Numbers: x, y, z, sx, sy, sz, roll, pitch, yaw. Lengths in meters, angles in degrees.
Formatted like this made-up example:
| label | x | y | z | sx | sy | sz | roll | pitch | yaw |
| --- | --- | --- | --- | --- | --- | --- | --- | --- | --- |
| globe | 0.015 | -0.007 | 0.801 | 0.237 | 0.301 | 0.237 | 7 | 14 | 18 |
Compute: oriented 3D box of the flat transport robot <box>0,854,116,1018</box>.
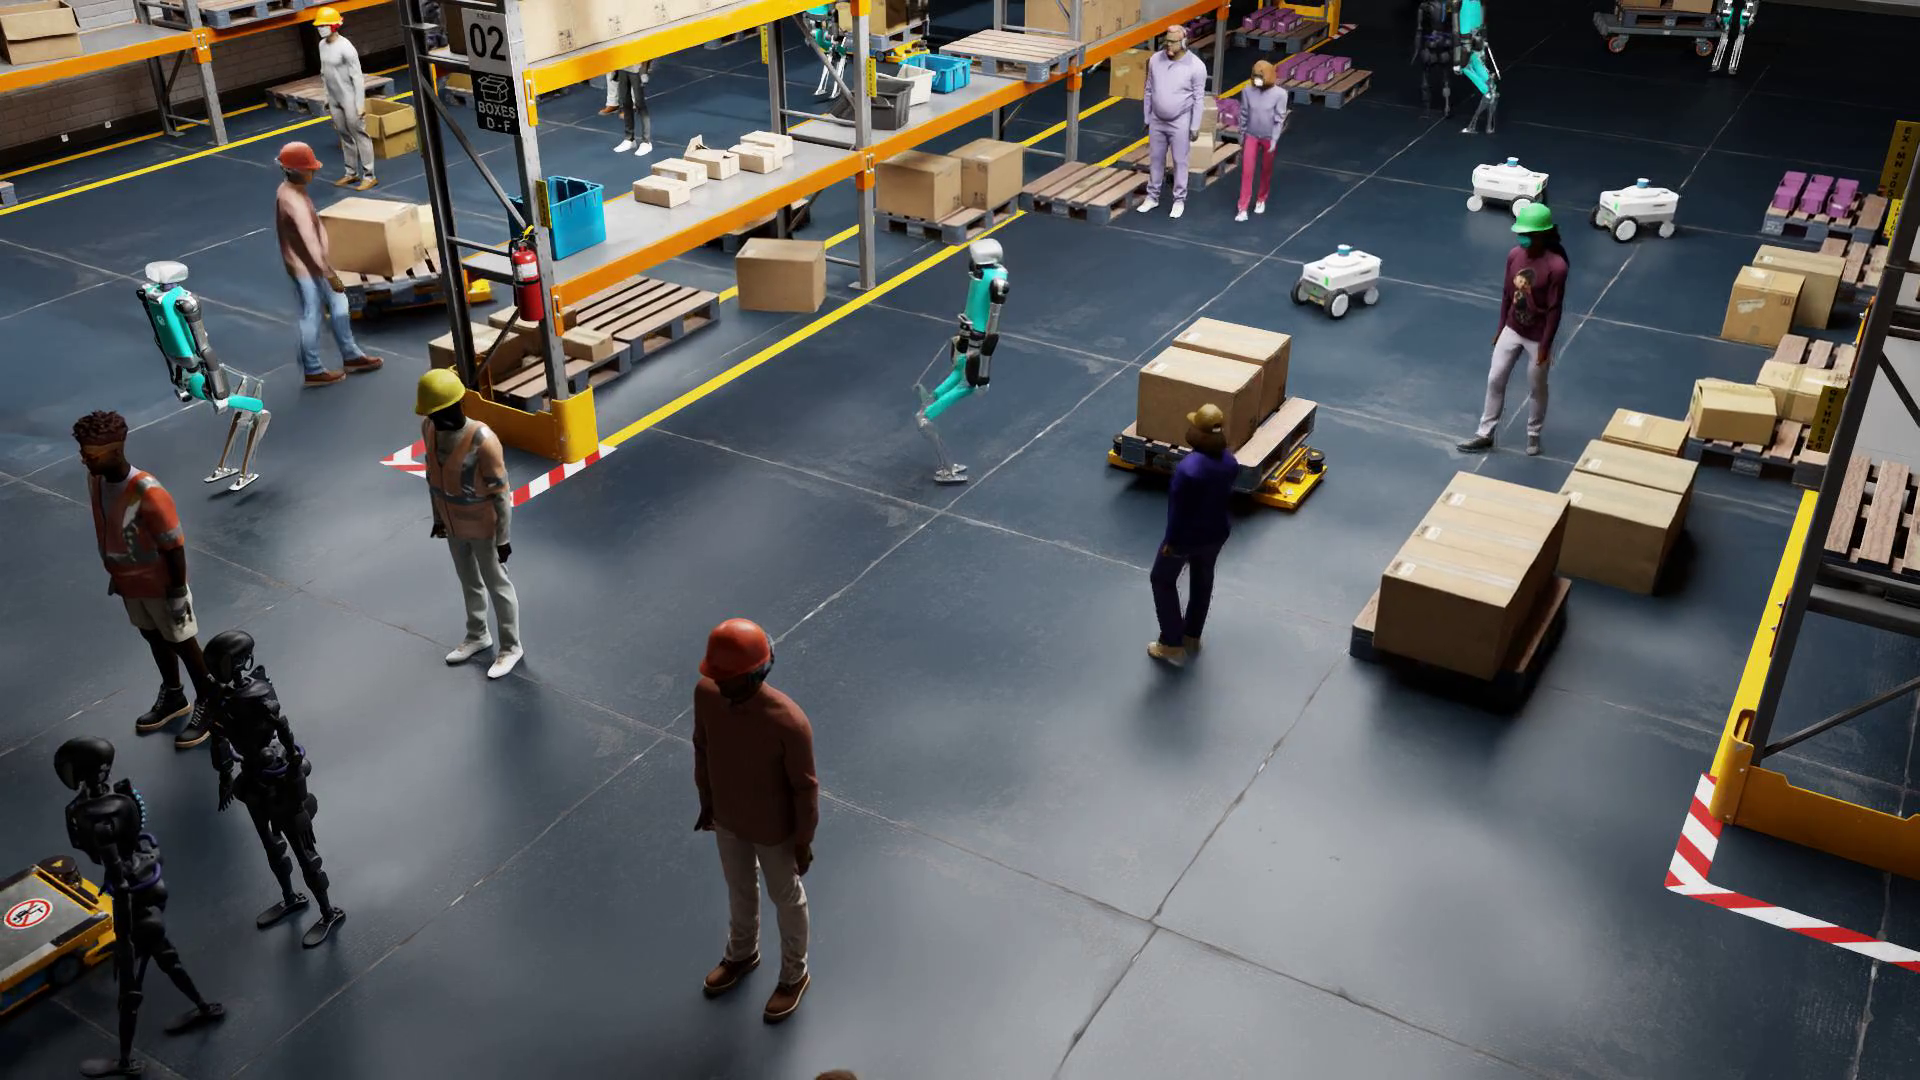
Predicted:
| label | x | y | z | sx | sy | sz | roll | pitch | yaw |
| --- | --- | --- | --- | --- | --- | --- | --- | --- | --- |
| flat transport robot | -4.499 | 1.968 | 7.459 | 0.659 | 0.231 | 1.431 | 18 | 34 | 29 |

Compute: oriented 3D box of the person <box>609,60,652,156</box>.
| label | x | y | z | sx | sy | sz | roll | pitch | yaw |
| --- | --- | --- | --- | --- | --- | --- | --- | --- | --- |
| person | -3.702 | -5.257 | 18.615 | 0.517 | 1.873 | 0.336 | 18 | 34 | 29 |

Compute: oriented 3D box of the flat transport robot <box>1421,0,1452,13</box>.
| label | x | y | z | sx | sy | sz | roll | pitch | yaw |
| --- | --- | --- | --- | --- | --- | --- | --- | --- | --- |
| flat transport robot | 7.526 | -8.419 | 25.834 | 0.659 | 0.231 | 1.431 | -3 | 30 | -5 |

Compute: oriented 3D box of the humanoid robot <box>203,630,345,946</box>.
| label | x | y | z | sx | sy | sz | roll | pitch | yaw |
| --- | --- | --- | --- | --- | --- | --- | --- | --- | --- |
| humanoid robot | -3.124 | 1.119 | 7.517 | 0.599 | 1.657 | 0.315 | 16 | 33 | 27 |

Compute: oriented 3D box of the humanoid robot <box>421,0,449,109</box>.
| label | x | y | z | sx | sy | sz | roll | pitch | yaw |
| --- | --- | --- | --- | --- | --- | --- | --- | --- | --- |
| humanoid robot | -6.470 | -5.958 | 20.060 | 0.611 | 1.646 | 0.517 | 17 | 33 | 27 |

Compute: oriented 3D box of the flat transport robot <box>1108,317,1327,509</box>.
| label | x | y | z | sx | sy | sz | roll | pitch | yaw |
| --- | --- | --- | --- | --- | --- | --- | --- | --- | --- |
| flat transport robot | 1.852 | -0.590 | 11.985 | 1.431 | 0.231 | 0.659 | 16 | 33 | 27 |

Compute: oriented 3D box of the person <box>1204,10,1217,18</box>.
| label | x | y | z | sx | sy | sz | roll | pitch | yaw |
| --- | --- | --- | --- | --- | --- | --- | --- | --- | --- |
| person | 3.758 | -8.652 | 24.772 | 0.580 | 1.716 | 0.579 | -10 | 31 | -17 |

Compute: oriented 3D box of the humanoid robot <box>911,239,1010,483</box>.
| label | x | y | z | sx | sy | sz | roll | pitch | yaw |
| --- | --- | --- | --- | --- | --- | --- | --- | --- | --- |
| humanoid robot | -0.068 | -1.200 | 11.564 | 0.809 | 1.753 | 0.535 | -10 | 31 | -17 |

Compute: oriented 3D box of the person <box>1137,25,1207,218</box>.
| label | x | y | z | sx | sy | sz | roll | pitch | yaw |
| --- | --- | --- | --- | --- | --- | --- | --- | --- | --- |
| person | 2.114 | -4.202 | 16.711 | 0.641 | 1.910 | 0.404 | 18 | 34 | 29 |

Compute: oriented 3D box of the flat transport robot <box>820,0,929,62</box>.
| label | x | y | z | sx | sy | sz | roll | pitch | yaw |
| --- | --- | --- | --- | --- | --- | --- | --- | --- | --- |
| flat transport robot | -1.198 | -6.841 | 23.043 | 1.431 | 0.231 | 0.659 | 16 | 33 | 27 |

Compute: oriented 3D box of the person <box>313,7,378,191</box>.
| label | x | y | z | sx | sy | sz | roll | pitch | yaw |
| --- | --- | --- | --- | --- | --- | --- | --- | --- | --- |
| person | -6.473 | -4.634 | 17.489 | 0.571 | 1.897 | 0.373 | 18 | 34 | 29 |

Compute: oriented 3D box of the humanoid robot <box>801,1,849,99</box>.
| label | x | y | z | sx | sy | sz | roll | pitch | yaw |
| --- | --- | --- | --- | --- | --- | --- | --- | --- | --- |
| humanoid robot | -1.603 | -6.316 | 20.492 | 0.533 | 1.673 | 0.735 | 16 | 33 | 27 |

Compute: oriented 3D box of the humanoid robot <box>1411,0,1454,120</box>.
| label | x | y | z | sx | sy | sz | roll | pitch | yaw |
| --- | --- | --- | --- | --- | --- | --- | --- | --- | --- |
| humanoid robot | 5.732 | -5.875 | 19.905 | 0.589 | 1.637 | 0.401 | -4 | 30 | -6 |

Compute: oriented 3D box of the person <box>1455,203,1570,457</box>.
| label | x | y | z | sx | sy | sz | roll | pitch | yaw |
| --- | --- | --- | --- | --- | --- | --- | --- | --- | --- |
| person | 4.057 | -1.487 | 11.910 | 0.657 | 1.914 | 0.498 | -22 | 36 | -34 |

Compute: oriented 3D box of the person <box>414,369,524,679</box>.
| label | x | y | z | sx | sy | sz | roll | pitch | yaw |
| --- | --- | --- | --- | --- | --- | --- | --- | --- | --- |
| person | -2.789 | -0.096 | 9.440 | 0.587 | 1.916 | 0.388 | 18 | 34 | 29 |

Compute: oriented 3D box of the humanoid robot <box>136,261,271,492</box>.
| label | x | y | z | sx | sy | sz | roll | pitch | yaw |
| --- | --- | --- | --- | --- | --- | --- | --- | --- | --- |
| humanoid robot | -5.067 | -1.170 | 11.383 | 0.533 | 1.677 | 0.735 | 16 | 33 | 27 |

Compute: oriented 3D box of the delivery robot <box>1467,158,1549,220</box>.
| label | x | y | z | sx | sy | sz | roll | pitch | yaw |
| --- | --- | --- | --- | --- | --- | --- | --- | --- | --- |
| delivery robot | 5.622 | -3.624 | 17.034 | 0.739 | 0.566 | 0.499 | 16 | 33 | 27 |

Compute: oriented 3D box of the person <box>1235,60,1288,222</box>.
| label | x | y | z | sx | sy | sz | roll | pitch | yaw |
| --- | --- | --- | --- | --- | --- | --- | --- | --- | --- |
| person | 2.983 | -3.976 | 16.626 | 0.491 | 1.585 | 0.831 | 12 | 32 | 20 |

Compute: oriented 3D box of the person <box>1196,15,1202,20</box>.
| label | x | y | z | sx | sy | sz | roll | pitch | yaw |
| --- | --- | --- | --- | --- | --- | --- | --- | --- | --- |
| person | 3.410 | -8.406 | 24.199 | 0.521 | 1.792 | 0.747 | 23 | 37 | 35 |

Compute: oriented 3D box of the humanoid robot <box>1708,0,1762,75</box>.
| label | x | y | z | sx | sy | sz | roll | pitch | yaw |
| --- | --- | --- | --- | --- | --- | --- | --- | --- | --- |
| humanoid robot | 10.112 | -6.918 | 21.551 | 0.533 | 1.677 | 0.735 | 16 | 33 | 27 |

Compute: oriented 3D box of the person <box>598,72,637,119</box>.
| label | x | y | z | sx | sy | sz | roll | pitch | yaw |
| --- | --- | --- | --- | --- | --- | --- | --- | --- | --- |
| person | -4.150 | -6.039 | 19.929 | 0.627 | 1.940 | 0.379 | 18 | 34 | 29 |

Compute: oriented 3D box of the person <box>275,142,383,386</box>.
| label | x | y | z | sx | sy | sz | roll | pitch | yaw |
| --- | --- | --- | --- | --- | --- | --- | --- | --- | --- |
| person | -4.956 | -2.152 | 13.020 | 0.740 | 1.967 | 0.633 | -11 | 31 | -19 |

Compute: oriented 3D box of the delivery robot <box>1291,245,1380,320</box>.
| label | x | y | z | sx | sy | sz | roll | pitch | yaw |
| --- | --- | --- | --- | --- | --- | --- | --- | --- | --- |
| delivery robot | 3.352 | -2.298 | 14.735 | 0.808 | 0.614 | 0.499 | -19 | 34 | -30 |

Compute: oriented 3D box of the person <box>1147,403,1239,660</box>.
| label | x | y | z | sx | sy | sz | roll | pitch | yaw |
| --- | --- | --- | --- | --- | --- | --- | --- | --- | --- |
| person | 1.341 | -0.033 | 9.624 | 0.501 | 1.611 | 0.382 | -18 | 34 | -29 |

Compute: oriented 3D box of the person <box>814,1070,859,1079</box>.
| label | x | y | z | sx | sy | sz | roll | pitch | yaw |
| --- | --- | --- | --- | --- | --- | --- | --- | --- | --- |
| person | -0.355 | 2.380 | 5.172 | 0.620 | 1.810 | 0.907 | -15 | 33 | -25 |

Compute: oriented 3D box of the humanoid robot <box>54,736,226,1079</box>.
| label | x | y | z | sx | sy | sz | roll | pitch | yaw |
| --- | --- | --- | --- | --- | --- | --- | --- | --- | --- |
| humanoid robot | -3.517 | 1.491 | 6.878 | 0.586 | 1.639 | 0.599 | -14 | 32 | -24 |

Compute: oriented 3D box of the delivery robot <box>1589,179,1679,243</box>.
| label | x | y | z | sx | sy | sz | roll | pitch | yaw |
| --- | --- | --- | --- | --- | --- | --- | --- | --- | --- |
| delivery robot | 6.669 | -3.254 | 16.427 | 0.815 | 0.614 | 0.499 | -5 | 30 | -9 |

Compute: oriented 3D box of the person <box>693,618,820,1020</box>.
| label | x | y | z | sx | sy | sz | roll | pitch | yaw |
| --- | --- | --- | --- | --- | --- | --- | --- | --- | --- |
| person | -0.881 | 1.186 | 7.092 | 0.611 | 1.995 | 0.386 | 18 | 34 | 29 |

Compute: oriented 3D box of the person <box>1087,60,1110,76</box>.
| label | x | y | z | sx | sy | sz | roll | pitch | yaw |
| --- | --- | --- | --- | --- | --- | --- | --- | --- | --- |
| person | 1.951 | -6.978 | 21.774 | 0.563 | 1.752 | 0.335 | 18 | 34 | 29 |

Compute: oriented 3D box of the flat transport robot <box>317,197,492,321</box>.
| label | x | y | z | sx | sy | sz | roll | pitch | yaw |
| --- | --- | --- | --- | --- | --- | --- | --- | --- | --- |
| flat transport robot | -4.980 | -2.241 | 14.907 | 1.431 | 0.231 | 0.659 | -12 | 32 | -20 |

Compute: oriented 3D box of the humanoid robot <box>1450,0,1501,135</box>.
| label | x | y | z | sx | sy | sz | roll | pitch | yaw |
| --- | --- | --- | --- | --- | --- | --- | --- | --- | --- |
| humanoid robot | 6.059 | -5.547 | 19.263 | 0.638 | 1.775 | 0.817 | -17 | 34 | -28 |

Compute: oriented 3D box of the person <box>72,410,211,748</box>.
| label | x | y | z | sx | sy | sz | roll | pitch | yaw |
| --- | --- | --- | --- | --- | --- | --- | --- | --- | --- |
| person | -4.331 | 0.205 | 8.856 | 0.604 | 1.966 | 0.374 | 18 | 34 | 29 |
